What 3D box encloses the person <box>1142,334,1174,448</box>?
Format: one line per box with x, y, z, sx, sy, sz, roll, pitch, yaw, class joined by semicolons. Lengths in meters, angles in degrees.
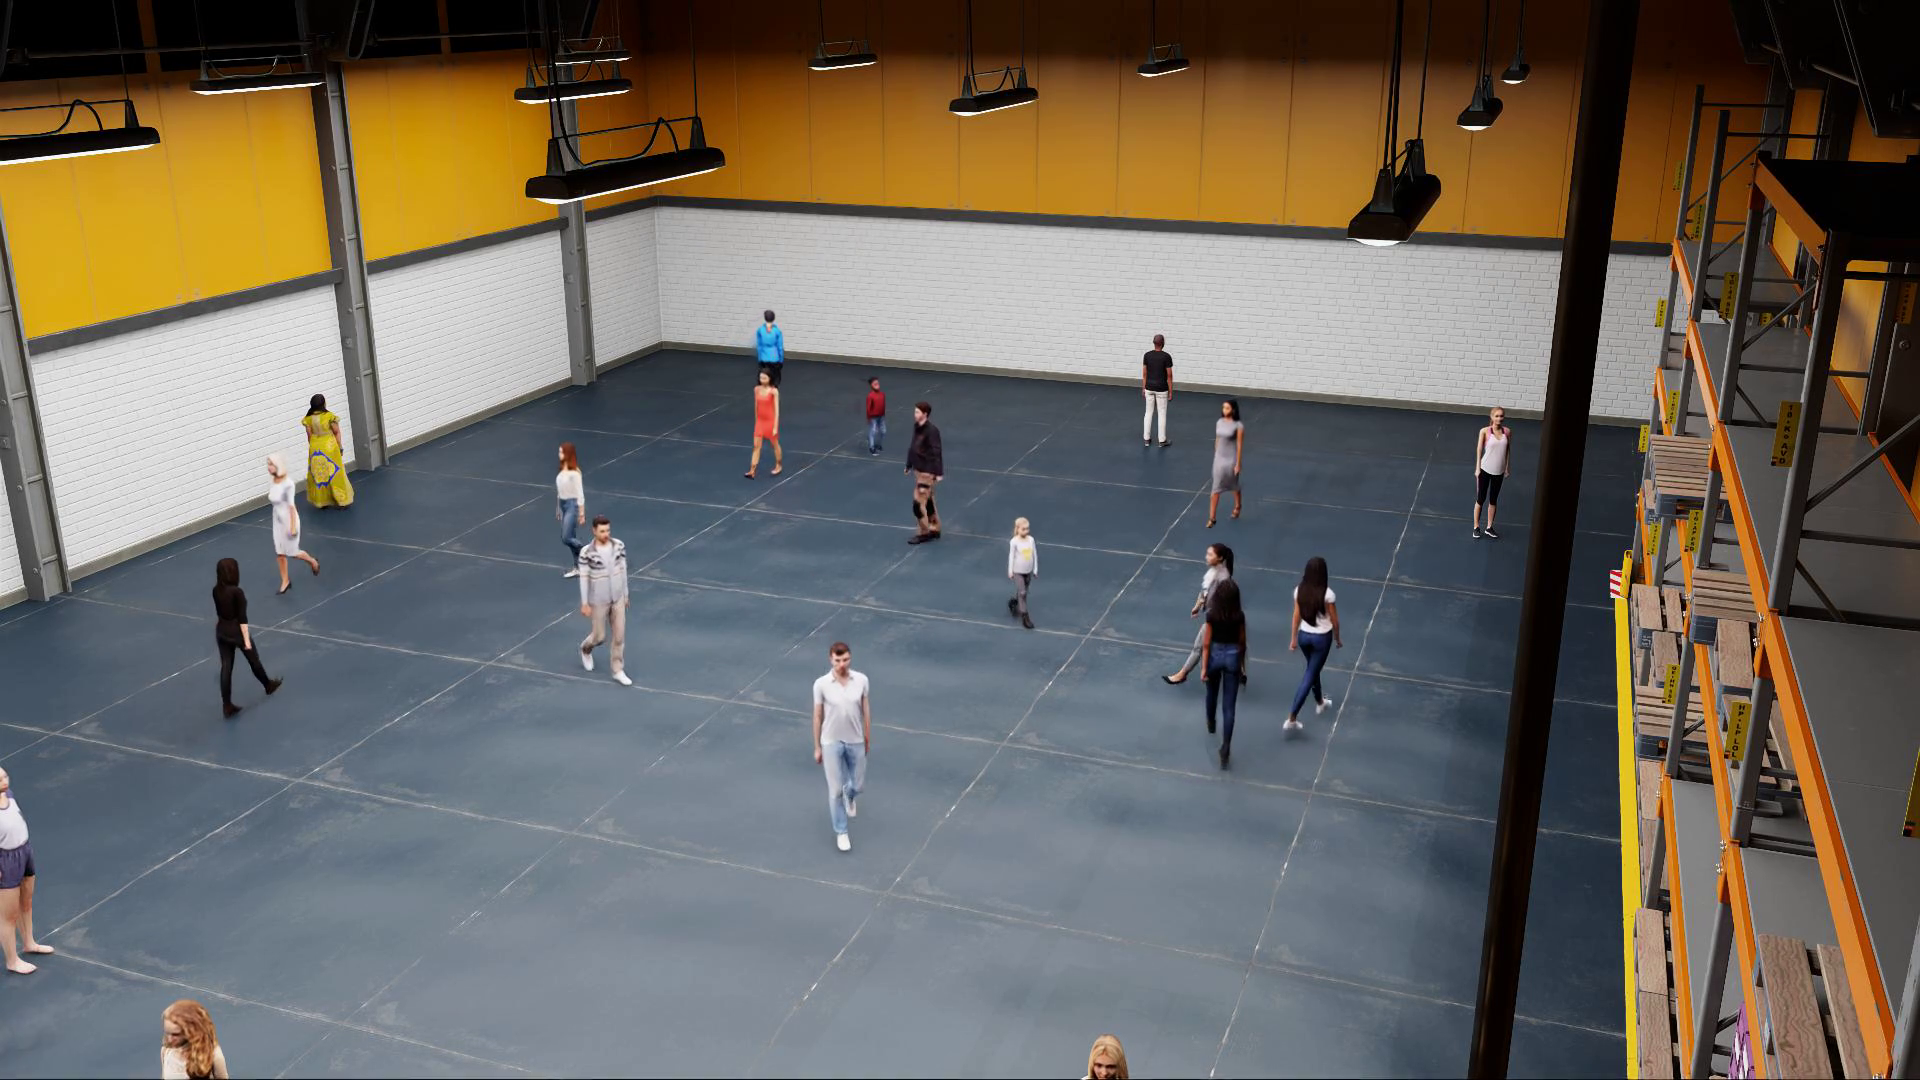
3.137;-2.392;26.523;0.695;1.804;0.614;9;21;25;person

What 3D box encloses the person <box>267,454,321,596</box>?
-8.107;-0.208;20.148;0.621;1.733;0.879;9;20;24;person

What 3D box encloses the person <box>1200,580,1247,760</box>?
2.528;1.266;15.841;0.809;1.689;1.250;1;19;4;person

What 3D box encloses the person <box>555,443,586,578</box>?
-4.768;-0.381;20.684;0.796;1.719;0.735;-13;23;-35;person

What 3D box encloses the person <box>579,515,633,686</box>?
-3.777;0.599;17.586;1.024;1.838;1.022;-14;23;-35;person

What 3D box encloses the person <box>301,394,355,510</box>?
-8.912;-1.250;23.357;0.966;1.660;0.936;0;19;-1;person

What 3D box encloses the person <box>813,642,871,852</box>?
-1.023;1.718;14.269;0.924;1.836;1.032;-4;19;-13;person

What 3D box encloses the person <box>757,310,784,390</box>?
-3.261;-3.027;28.438;0.686;1.786;0.964;4;19;12;person

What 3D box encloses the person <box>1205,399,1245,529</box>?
3.691;-1.038;22.612;0.824;1.733;1.157;14;23;36;person

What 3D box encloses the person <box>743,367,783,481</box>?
-2.816;-1.728;24.772;0.652;1.664;1.119;8;20;23;person

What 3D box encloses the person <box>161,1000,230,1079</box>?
-4.314;3.372;9.483;0.599;1.754;0.547;4;19;12;person

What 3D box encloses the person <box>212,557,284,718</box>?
-7.370;1.005;16.737;0.641;1.611;1.023;6;19;16;person

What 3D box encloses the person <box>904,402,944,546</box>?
-0.375;-0.898;21.925;0.998;1.906;0.937;-10;21;-26;person

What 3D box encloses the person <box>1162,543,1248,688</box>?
2.759;0.833;17.237;0.916;1.619;1.139;1;19;3;person

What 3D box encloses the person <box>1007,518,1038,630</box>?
0.693;0.342;19.250;0.873;1.264;0.895;-11;21;-29;person

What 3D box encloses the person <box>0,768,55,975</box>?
-7.126;2.429;12.447;0.714;1.650;0.567;0;19;1;person

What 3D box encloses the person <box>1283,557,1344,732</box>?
3.437;1.066;16.373;0.924;1.729;1.234;17;25;41;person

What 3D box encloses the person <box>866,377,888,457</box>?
-1.364;-1.957;26.103;0.544;1.246;0.642;-17;25;-41;person

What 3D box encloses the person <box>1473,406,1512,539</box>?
7.078;-0.918;22.171;0.677;1.788;0.661;-1;19;-4;person
